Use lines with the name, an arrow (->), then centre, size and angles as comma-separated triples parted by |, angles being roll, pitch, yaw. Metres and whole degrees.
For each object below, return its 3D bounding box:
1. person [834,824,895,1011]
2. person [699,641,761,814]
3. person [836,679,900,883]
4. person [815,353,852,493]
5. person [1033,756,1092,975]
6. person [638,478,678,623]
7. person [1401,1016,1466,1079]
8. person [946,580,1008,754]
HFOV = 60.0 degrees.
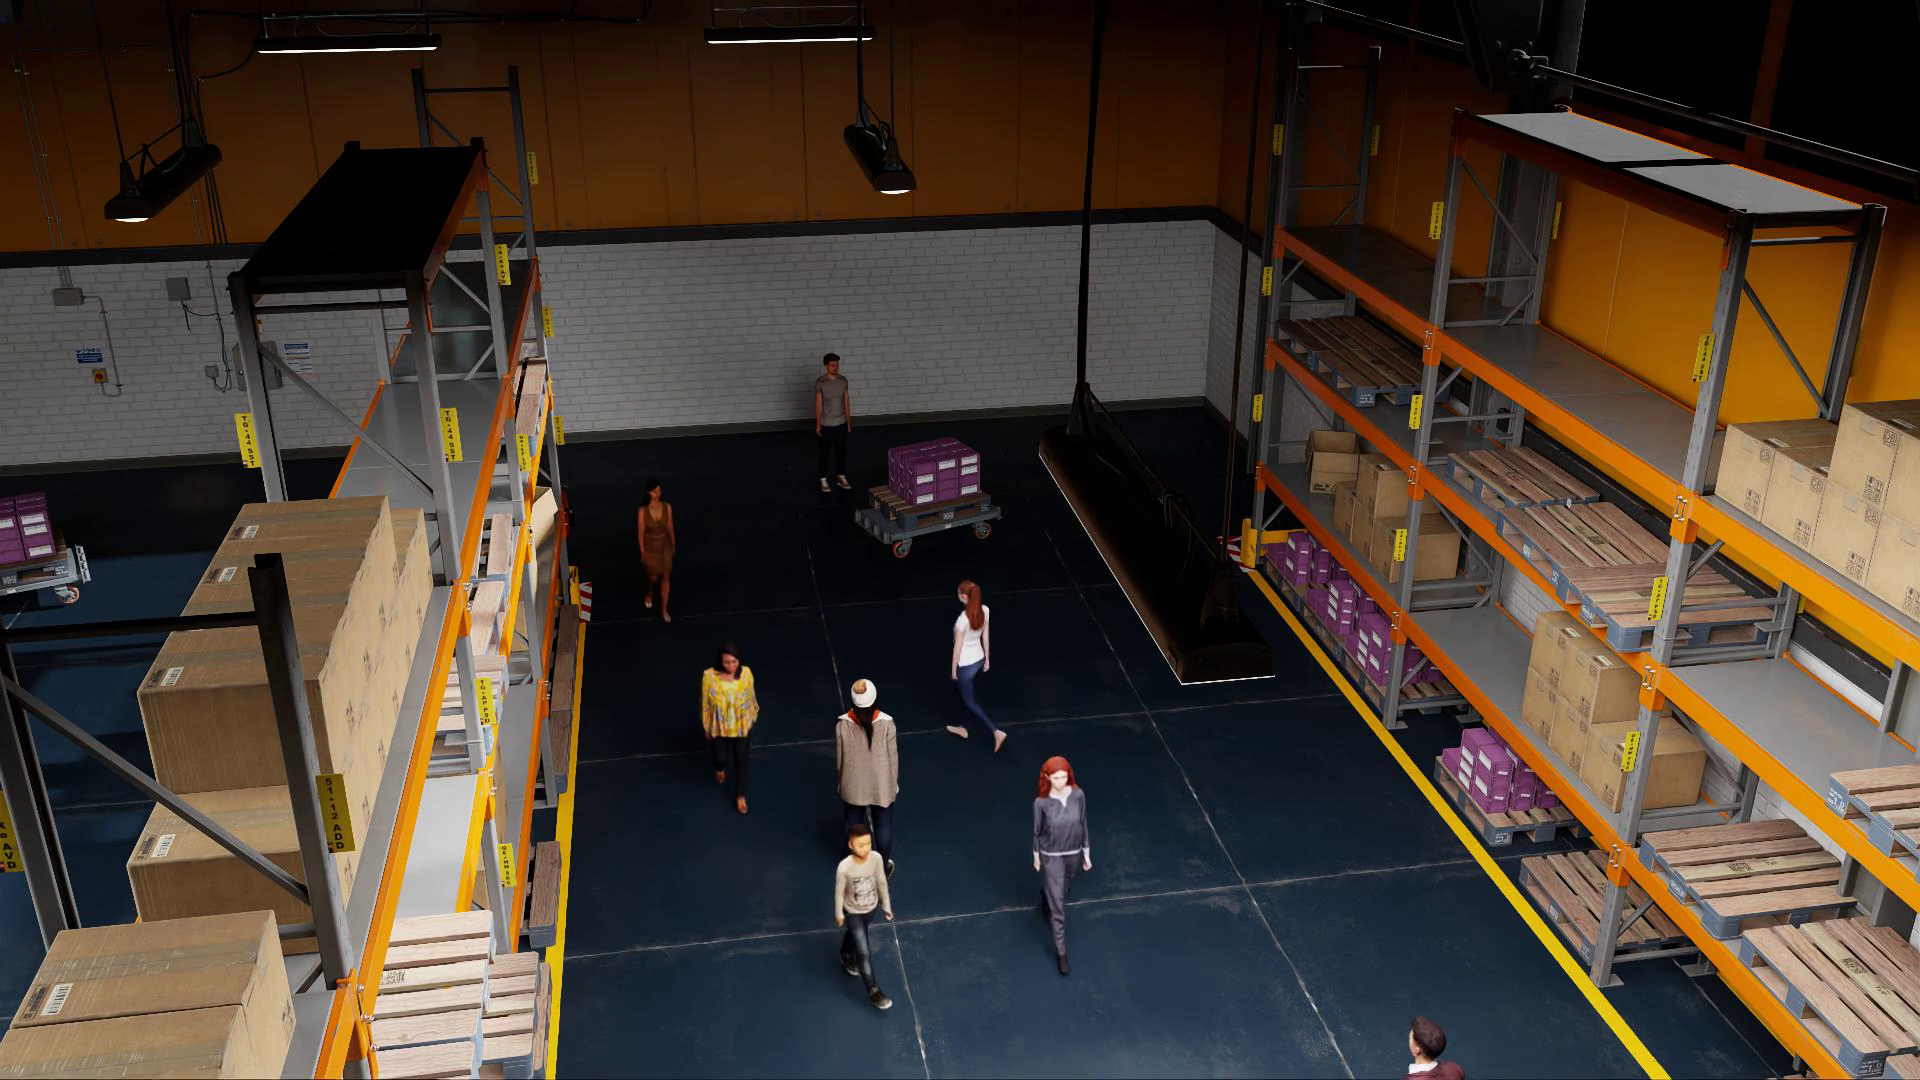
person -> -0.790, 2.761, 12.591 | 0.844, 1.428, 1.070 | -17, 29, -33
person -> -2.076, 1.633, 14.904 | 0.760, 1.643, 0.894 | -8, 25, -17
person -> -0.776, 1.975, 13.816 | 0.772, 1.887, 0.778 | 3, 24, 7
person -> -1.687, -1.563, 21.904 | 0.684, 1.892, 0.606 | -9, 25, -20
person -> 0.759, 2.428, 12.952 | 0.701, 1.749, 1.110 | -7, 25, -16
person -> -3.383, 0.094, 18.374 | 0.722, 1.683, 0.808 | -15, 28, -31
person -> 2.791, 3.705, 9.911 | 0.942, 1.844, 1.090 | -15, 28, -30
person -> 0.172, 1.222, 15.755 | 1.109, 1.714, 0.977 | 20, 30, 38
